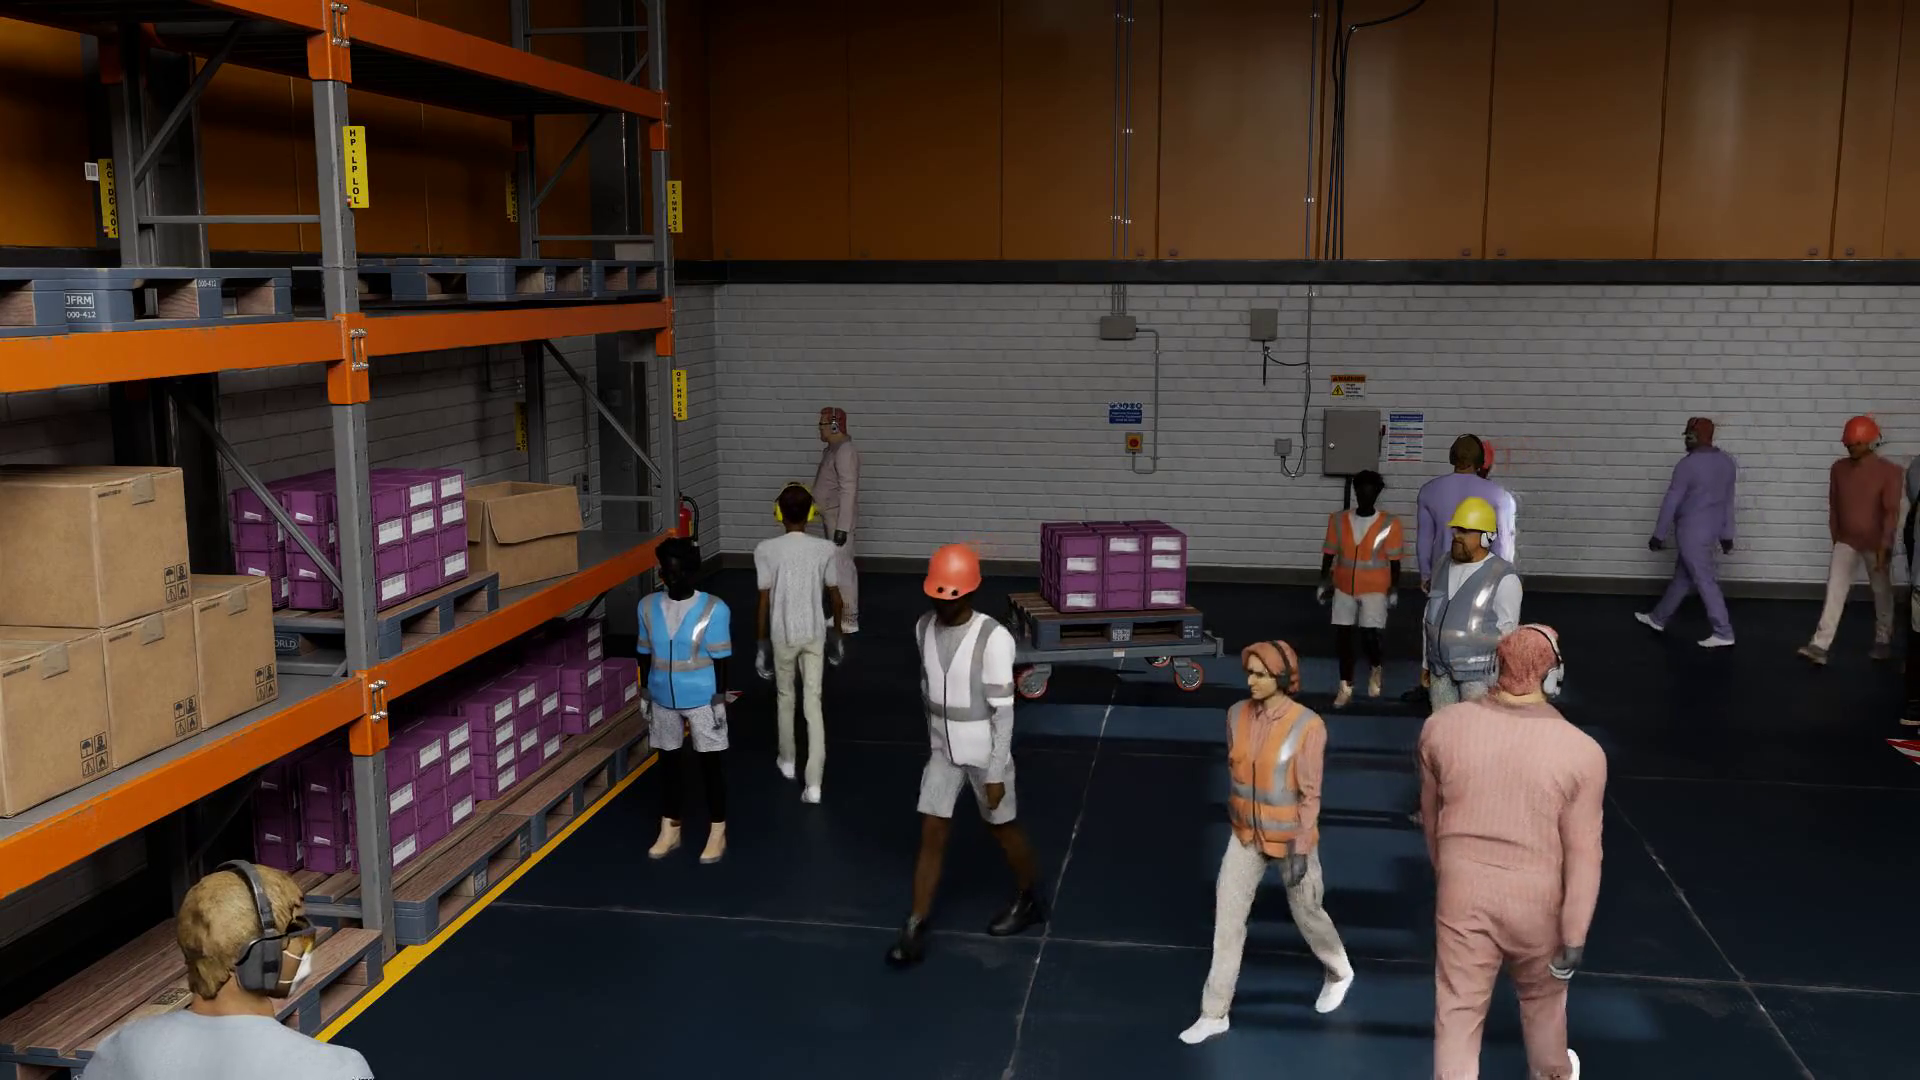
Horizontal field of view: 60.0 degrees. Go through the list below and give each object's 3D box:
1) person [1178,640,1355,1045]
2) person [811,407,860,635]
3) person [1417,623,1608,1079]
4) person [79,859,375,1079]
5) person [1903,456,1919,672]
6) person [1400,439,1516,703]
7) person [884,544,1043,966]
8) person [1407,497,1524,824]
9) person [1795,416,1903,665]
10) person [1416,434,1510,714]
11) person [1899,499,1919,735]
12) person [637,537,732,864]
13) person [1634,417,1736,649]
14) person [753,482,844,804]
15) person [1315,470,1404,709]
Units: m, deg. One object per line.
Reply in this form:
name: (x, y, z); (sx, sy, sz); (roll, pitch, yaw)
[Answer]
person: (1.278, 1.171, 6.626); (0.844, 1.600, 0.514); (-8, 12, -41)
person: (-1.038, -0.158, 13.886); (0.401, 1.906, 0.651); (-2, 9, -10)
person: (1.890, 1.195, 5.699); (0.642, 1.856, 0.965); (6, 11, 32)
person: (-1.346, 1.560, 3.200); (0.627, 1.936, 0.375); (2, 9, 14)
person: (7.376, 0.019, 12.377); (0.601, 2.000, 0.701); (-3, 10, -18)
person: (3.622, 0.230, 11.565); (0.846, 1.894, 0.629); (-5, 11, -29)
person: (0.022, 0.920, 7.314); (0.582, 1.872, 1.017); (7, 12, 37)
person: (2.708, 0.676, 8.955); (0.404, 1.837, 0.589); (-6, 11, -32)
person: (6.938, 0.007, 12.799); (1.061, 1.927, 0.639); (-5, 11, -31)
person: (3.404, 0.247, 11.285); (0.627, 1.941, 0.371); (7, 11, 35)
person: (6.430, 0.299, 10.877); (0.373, 1.966, 0.607); (2, 9, 11)
person: (-1.417, 0.817, 8.535); (0.531, 1.692, 0.318); (3, 10, 16)
person: (5.961, -0.076, 13.551); (0.655, 1.847, 1.036); (-6, 11, -33)
person: (-0.922, 0.580, 9.621); (0.541, 1.827, 0.977); (-2, 9, -12)
person: (2.769, 0.337, 11.516); (0.566, 1.682, 0.402); (6, 11, 32)
